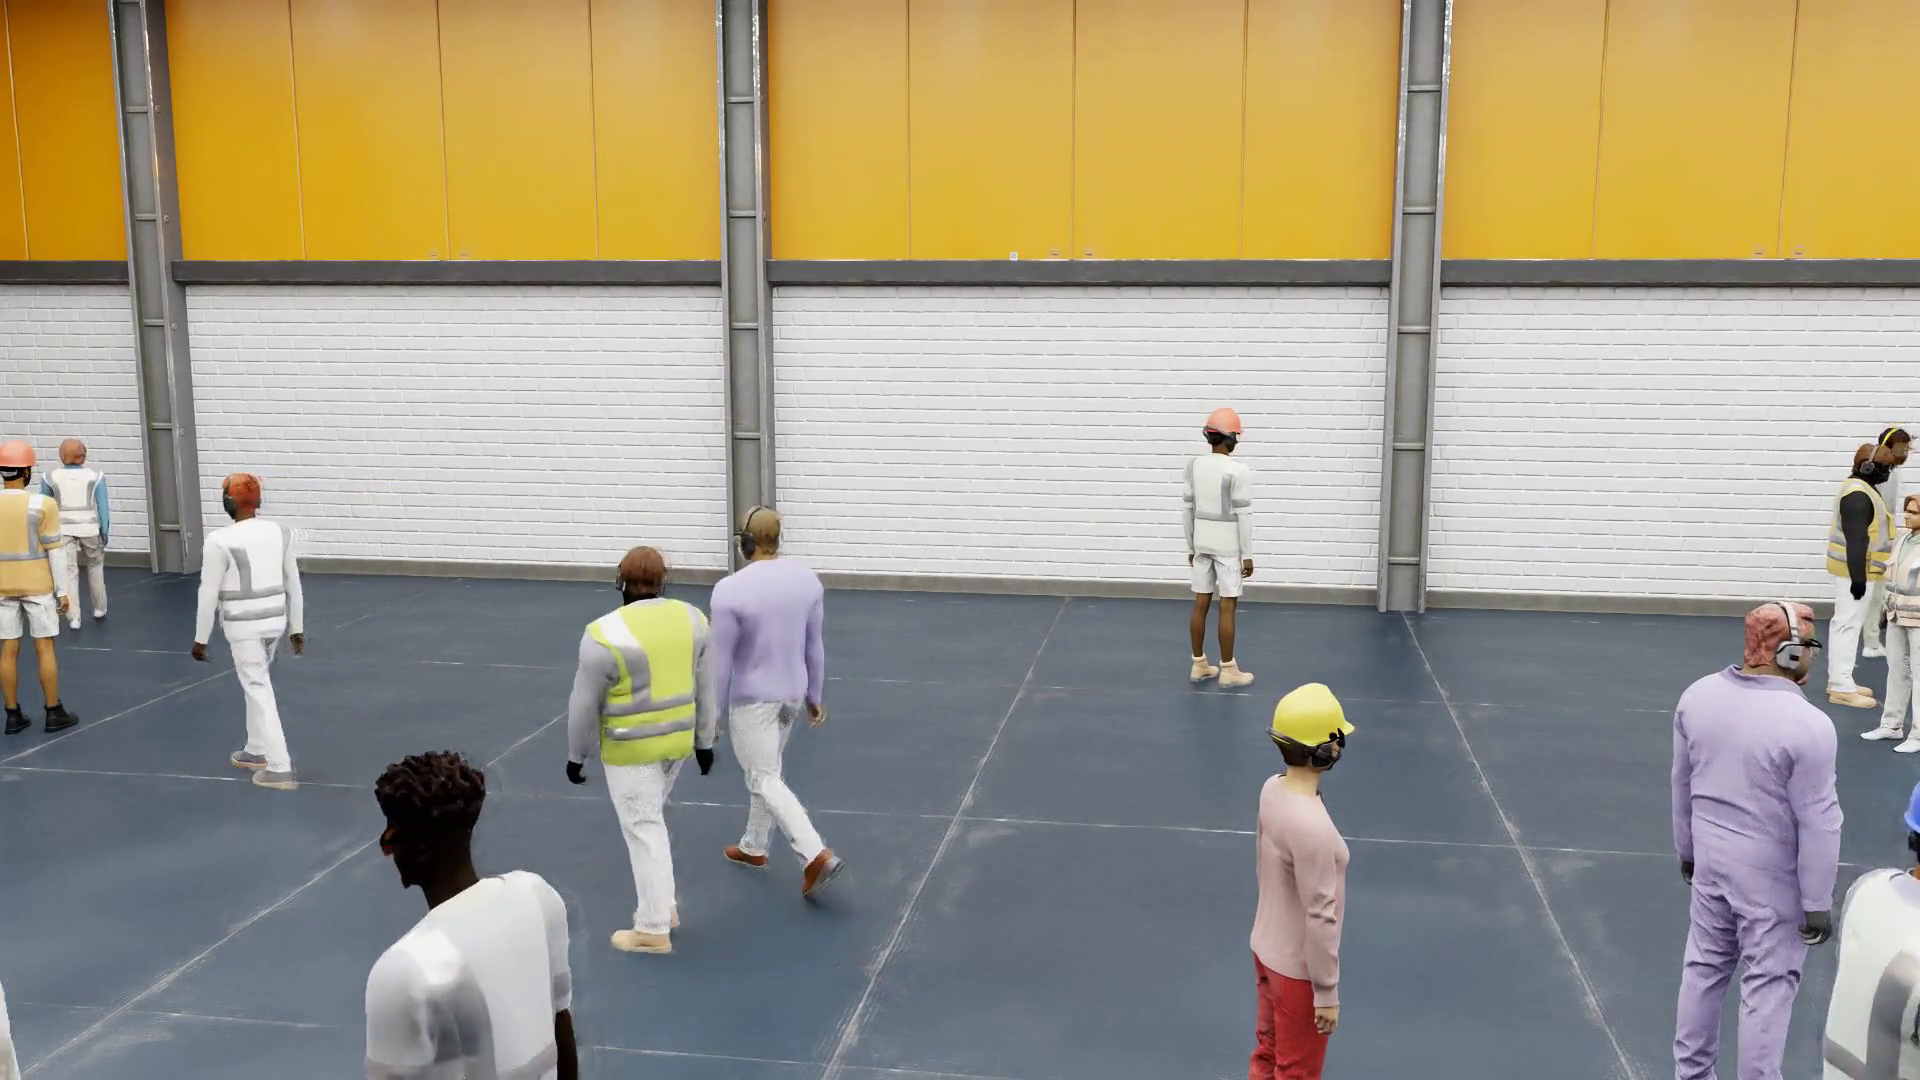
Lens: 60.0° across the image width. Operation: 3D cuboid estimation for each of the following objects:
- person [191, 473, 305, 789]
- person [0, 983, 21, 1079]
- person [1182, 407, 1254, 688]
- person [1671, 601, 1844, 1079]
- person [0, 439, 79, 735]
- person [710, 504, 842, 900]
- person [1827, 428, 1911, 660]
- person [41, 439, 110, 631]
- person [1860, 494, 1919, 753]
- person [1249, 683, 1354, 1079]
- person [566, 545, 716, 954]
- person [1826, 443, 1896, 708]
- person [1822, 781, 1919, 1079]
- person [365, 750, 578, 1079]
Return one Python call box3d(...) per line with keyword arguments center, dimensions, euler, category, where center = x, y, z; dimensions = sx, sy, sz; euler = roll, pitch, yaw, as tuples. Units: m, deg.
box3d(center=(-4.251, 0.529, 9.812), dimensions=(0.810, 1.854, 0.582), euler=(4, 10, 24), category="person")
box3d(center=(-3.450, 1.355, 5.476), dimensions=(0.830, 1.603, 0.524), euler=(1, 9, 6), category="person")
box3d(center=(1.906, 0.051, 12.168), dimensions=(0.381, 2.045, 0.605), euler=(-8, 12, -41), category="person")
box3d(center=(2.797, 1.151, 5.818), dimensions=(0.403, 1.904, 0.651), euler=(-4, 10, -21), category="person")
box3d(center=(-6.141, 0.307, 10.920), dimensions=(0.550, 1.935, 0.376), euler=(-1, 9, -7), category="person")
box3d(center=(-0.902, 0.780, 8.111), dimensions=(0.643, 1.911, 0.918), euler=(-9, 13, -43), category="person")
box3d(center=(7.066, 0.053, 12.816), dimensions=(0.829, 1.841, 0.370), euler=(-9, 13, -43), category="person")
box3d(center=(-7.537, -0.061, 14.212), dimensions=(0.526, 1.605, 0.790), euler=(-4, 10, -23), category="person")
box3d(center=(6.018, 0.519, 10.516), dimensions=(0.307, 1.645, 0.513), euler=(-1, 9, -6), category="person")
box3d(center=(1.069, 1.316, 5.210), dimensions=(0.296, 1.772, 0.533), euler=(-1, 9, -6), category="person")
box3d(center=(-1.443, 0.933, 7.429), dimensions=(0.514, 1.821, 0.603), euler=(6, 11, 33), category="person")
box3d(center=(6.310, 0.238, 11.666), dimensions=(0.430, 1.838, 0.619), euler=(5, 10, 27), category="person")
box3d(center=(2.278, 1.446, 3.924), dimensions=(0.457, 1.923, 0.637), euler=(2, 9, 11), category="person")
box3d(center=(-1.264, 1.438, 3.975), dimensions=(0.959, 1.919, 0.631), euler=(3, 10, 16), category="person")
